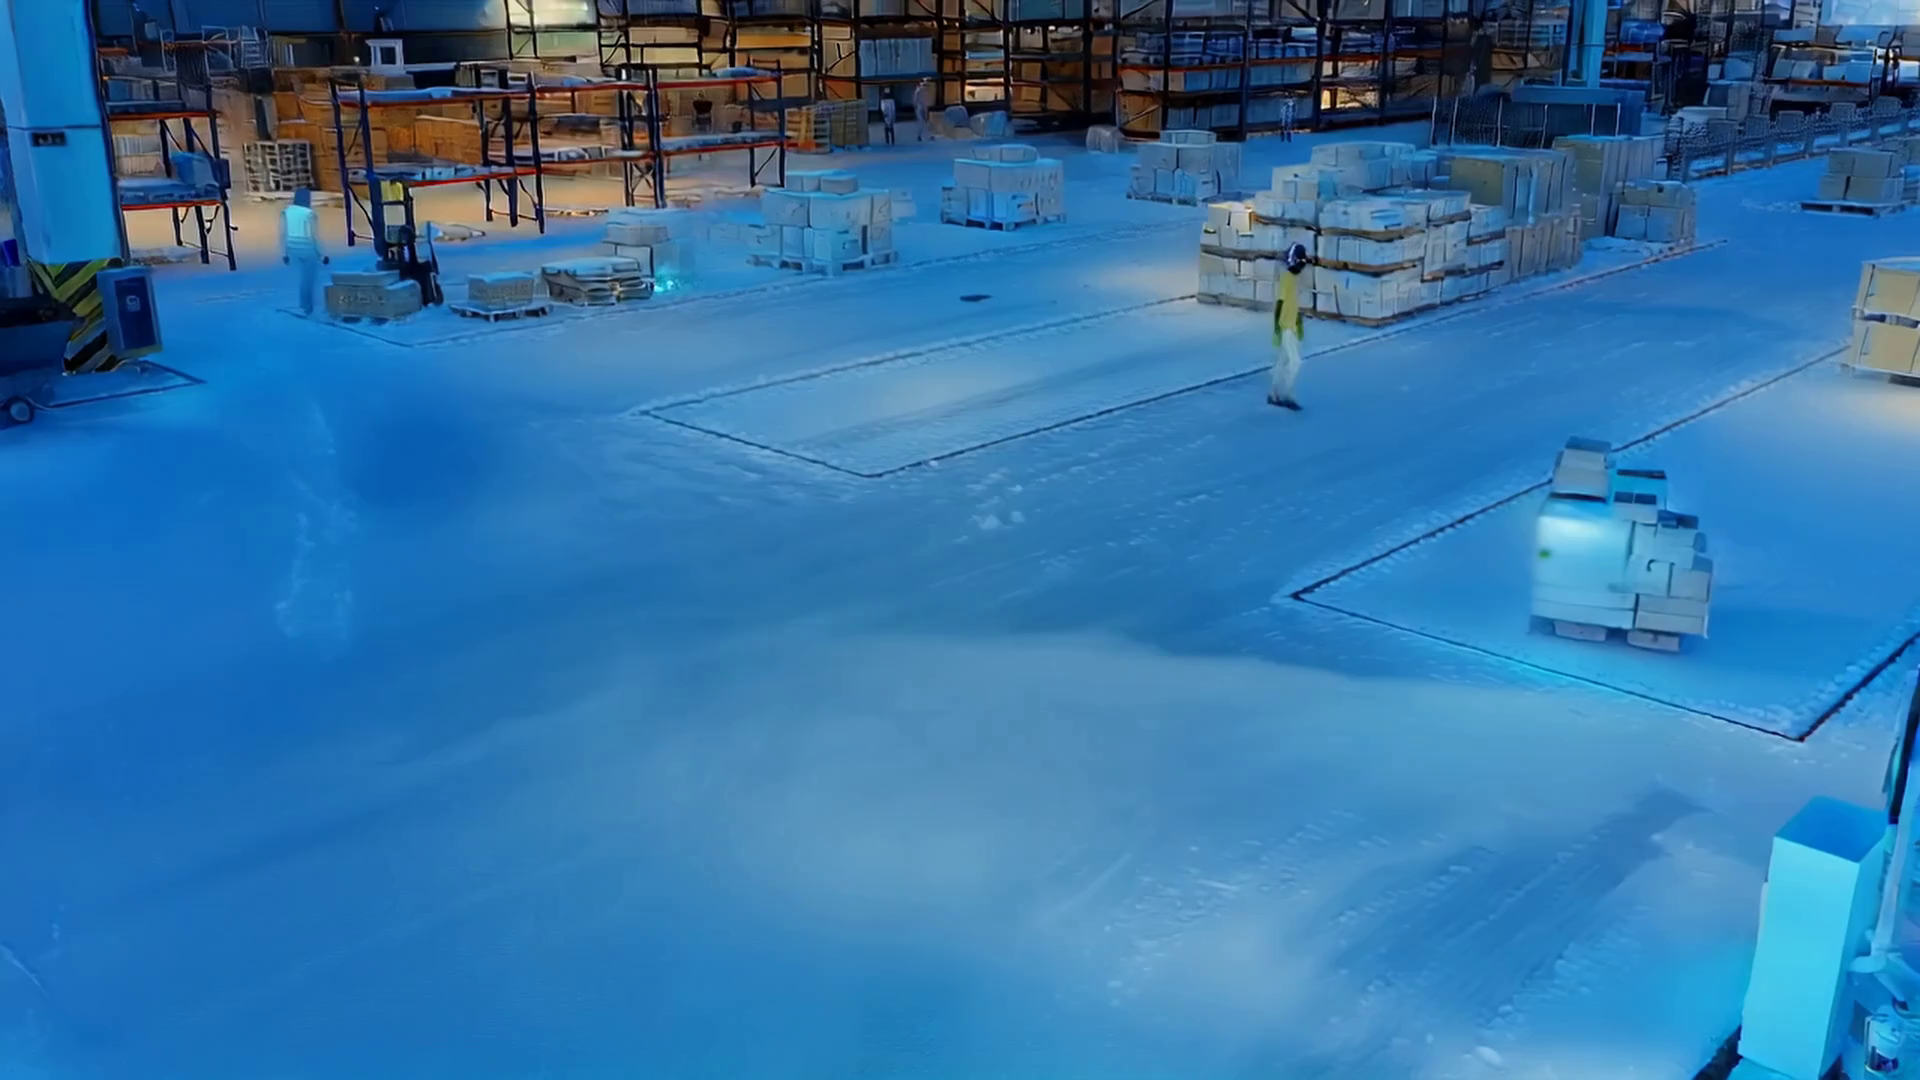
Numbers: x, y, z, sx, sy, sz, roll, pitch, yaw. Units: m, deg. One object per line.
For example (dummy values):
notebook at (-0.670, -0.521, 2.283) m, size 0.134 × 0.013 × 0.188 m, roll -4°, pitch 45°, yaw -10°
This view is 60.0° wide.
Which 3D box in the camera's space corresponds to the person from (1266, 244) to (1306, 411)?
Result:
person at (3.707, -2.345, 18.449) m, size 0.602 × 1.850 × 0.565 m, roll 9°, pitch 20°, yaw 25°

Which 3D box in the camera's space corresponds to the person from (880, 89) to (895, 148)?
person at (-2.136, -12.432, 49.094) m, size 0.321 × 1.692 × 0.529 m, roll 17°, pitch 25°, yaw 41°

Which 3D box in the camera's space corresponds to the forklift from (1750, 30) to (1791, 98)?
forklift at (35.219, -20.539, 71.664) m, size 1.129 × 2.768 × 1.873 m, roll -1°, pitch 18°, yaw -4°

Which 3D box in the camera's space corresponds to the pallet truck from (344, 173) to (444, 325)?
pallet truck at (-8.209, -4.181, 23.757) m, size 0.823 × 1.965 × 1.885 m, roll 3°, pitch 19°, yaw 9°

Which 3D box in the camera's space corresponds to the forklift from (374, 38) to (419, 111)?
forklift at (-20.410, -16.608, 59.819) m, size 1.129 × 2.768 × 1.873 m, roll 1°, pitch 18°, yaw 3°

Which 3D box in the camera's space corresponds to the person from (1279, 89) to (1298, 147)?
person at (9.727, -12.507, 49.308) m, size 0.537 × 1.700 × 0.317 m, roll 3°, pitch 19°, yaw 10°

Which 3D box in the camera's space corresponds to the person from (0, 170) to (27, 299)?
person at (-14.286, -4.539, 24.884) m, size 0.625 × 1.970 × 0.451 m, roll 1°, pitch 18°, yaw 3°

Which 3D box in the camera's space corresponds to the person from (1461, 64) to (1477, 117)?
person at (18.657, -16.417, 60.805) m, size 0.638 × 1.877 × 0.665 m, roll 12°, pitch 22°, yaw 32°

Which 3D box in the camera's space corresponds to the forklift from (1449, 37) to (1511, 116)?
forklift at (19.341, -17.173, 61.521) m, size 1.873 × 2.768 × 1.129 m, roll 17°, pitch 25°, yaw 41°

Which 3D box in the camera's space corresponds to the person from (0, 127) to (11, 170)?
person at (-21.777, -8.809, 37.843) m, size 0.875 × 1.900 × 0.654 m, roll 15°, pitch 24°, yaw 38°

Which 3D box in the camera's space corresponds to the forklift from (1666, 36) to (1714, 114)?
forklift at (27.341, -17.291, 61.877) m, size 1.129 × 2.768 × 1.873 m, roll 17°, pitch 25°, yaw 41°

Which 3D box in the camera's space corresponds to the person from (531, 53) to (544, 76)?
person at (-17.345, -18.927, 68.189) m, size 0.612 × 1.995 × 0.377 m, roll -4°, pitch 19°, yaw -12°

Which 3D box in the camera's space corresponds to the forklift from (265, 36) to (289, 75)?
forklift at (-25.671, -17.576, 62.735) m, size 1.129 × 2.768 × 1.873 m, roll 17°, pitch 25°, yaw 41°

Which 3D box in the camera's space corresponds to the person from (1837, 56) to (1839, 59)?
person at (42.166, -22.898, 80.593) m, size 0.578 × 1.704 × 0.877 m, roll 0°, pitch 18°, yaw -1°

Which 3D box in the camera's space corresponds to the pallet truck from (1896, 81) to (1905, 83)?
pallet truck at (34.802, -16.331, 61.455) m, size 0.653 × 1.274 × 1.630 m, roll 17°, pitch 25°, yaw 41°

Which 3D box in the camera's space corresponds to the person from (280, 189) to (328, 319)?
person at (-9.315, -4.107, 23.836) m, size 0.638 × 1.806 × 0.824 m, roll 5°, pitch 19°, yaw 15°

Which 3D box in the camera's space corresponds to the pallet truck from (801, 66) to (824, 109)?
pallet truck at (-4.812, -15.182, 56.903) m, size 0.823 × 1.965 × 1.885 m, roll -9°, pitch 21°, yaw -26°

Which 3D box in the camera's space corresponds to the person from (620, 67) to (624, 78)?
person at (-13.017, -17.437, 64.269) m, size 0.446 × 1.622 × 0.540 m, roll -14°, pitch 23°, yaw -37°

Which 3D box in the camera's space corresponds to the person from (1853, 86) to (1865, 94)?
person at (32.625, -16.186, 60.397) m, size 0.540 × 1.695 × 0.317 m, roll -7°, pitch 20°, yaw -20°

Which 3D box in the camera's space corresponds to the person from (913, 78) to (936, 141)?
person at (-1.094, -13.252, 51.269) m, size 0.813 × 1.873 × 0.669 m, roll 15°, pitch 24°, yaw 38°

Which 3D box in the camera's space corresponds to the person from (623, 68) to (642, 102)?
person at (-11.644, -15.926, 59.269) m, size 0.630 × 1.925 × 0.434 m, roll -15°, pitch 24°, yaw -38°

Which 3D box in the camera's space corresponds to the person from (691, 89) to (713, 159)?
person at (-7.058, -11.395, 45.633) m, size 0.605 × 1.906 × 0.624 m, roll -7°, pitch 20°, yaw -20°

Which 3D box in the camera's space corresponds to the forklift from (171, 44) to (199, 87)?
forklift at (-24.593, -14.348, 53.009) m, size 1.129 × 2.768 × 1.873 m, roll 17°, pitch 25°, yaw 41°
